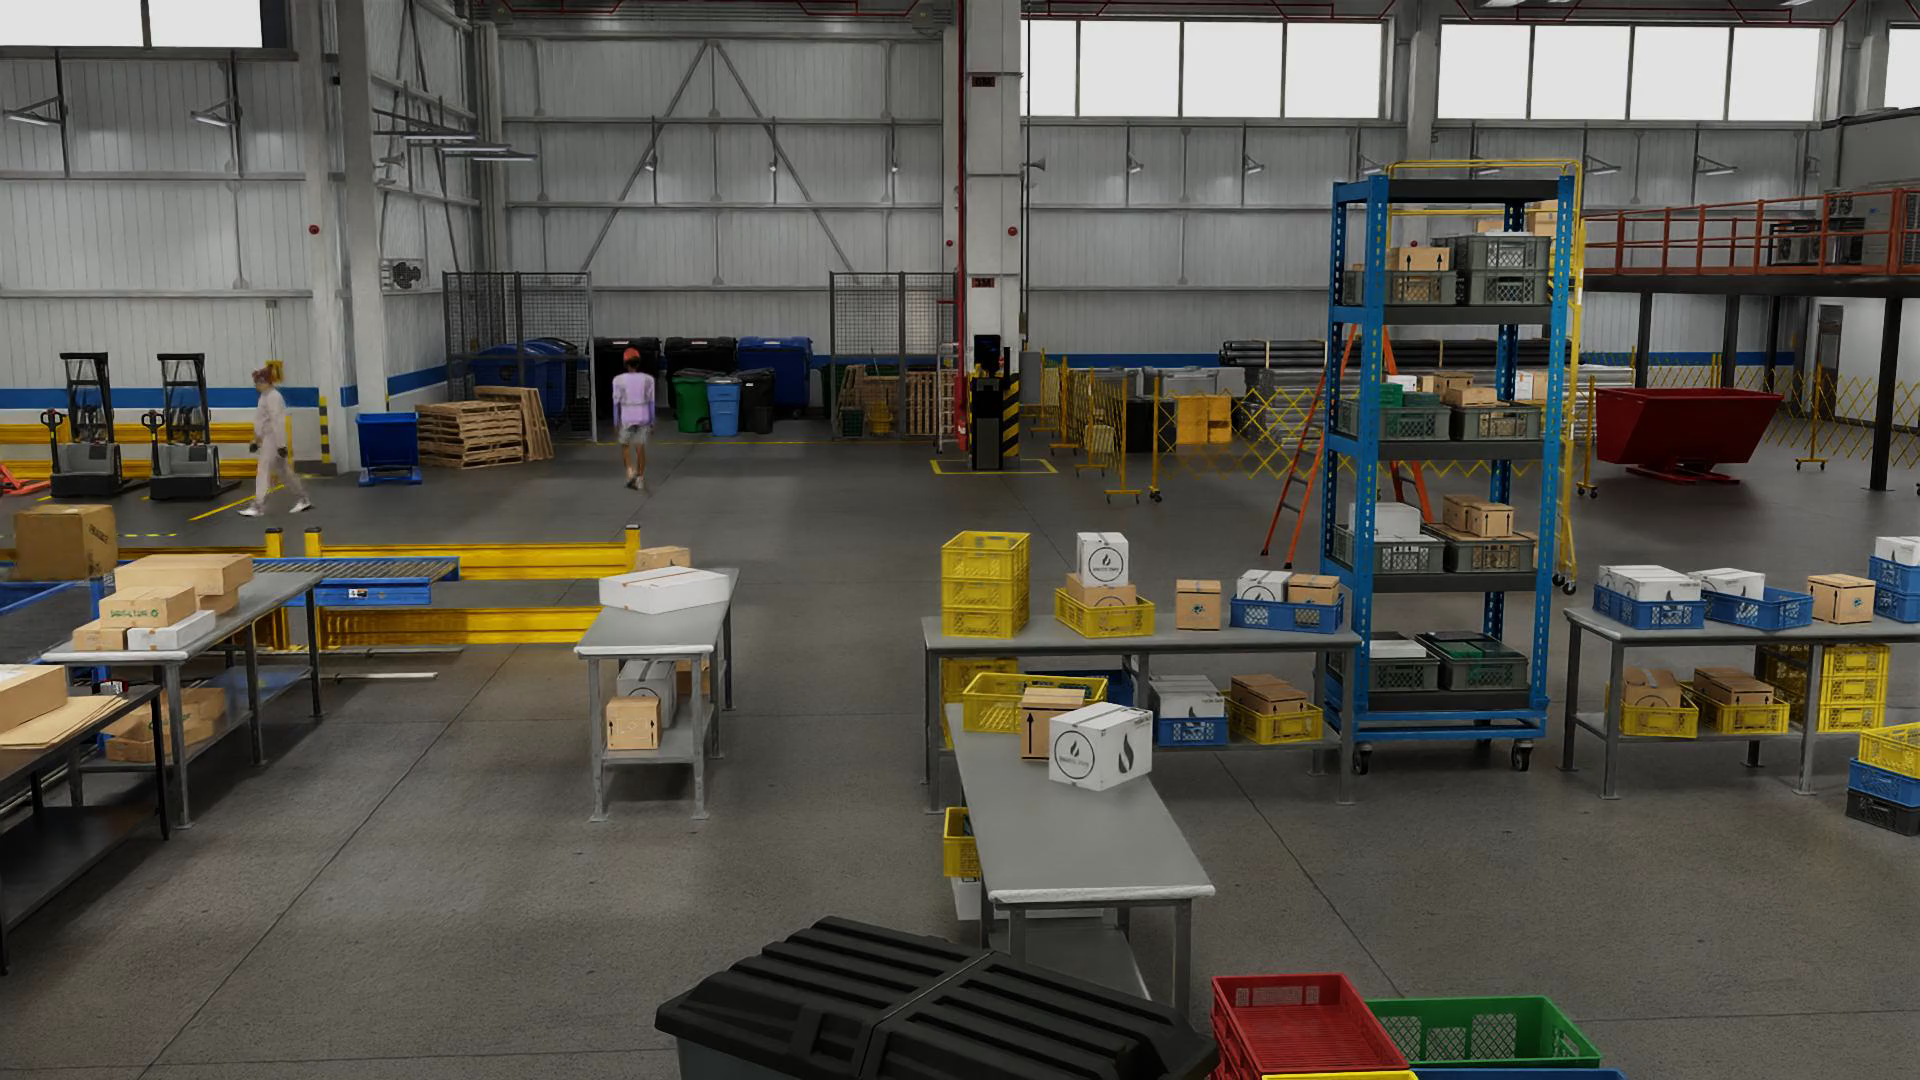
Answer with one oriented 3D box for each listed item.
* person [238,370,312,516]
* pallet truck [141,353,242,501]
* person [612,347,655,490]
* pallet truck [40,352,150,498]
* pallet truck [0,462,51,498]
[{"bbox_3d":[-8.729,-1.243,21.156,0.868,1.855,0.651,-4,10,-22],"label":"person"},{"bbox_3d":[-10.520,-1.604,22.925,0.823,1.965,1.885,-1,9,-6],"label":"pallet truck"},{"bbox_3d":[-4.596,-1.701,23.465,0.608,2.028,0.421,-3,10,-20],"label":"person"},{"bbox_3d":[-11.907,-1.642,23.165,0.823,1.965,1.885,0,9,0],"label":"pallet truck"},{"bbox_3d":[-13.193,-1.293,23.148,0.653,1.274,1.630,-1,9,-4],"label":"pallet truck"}]
